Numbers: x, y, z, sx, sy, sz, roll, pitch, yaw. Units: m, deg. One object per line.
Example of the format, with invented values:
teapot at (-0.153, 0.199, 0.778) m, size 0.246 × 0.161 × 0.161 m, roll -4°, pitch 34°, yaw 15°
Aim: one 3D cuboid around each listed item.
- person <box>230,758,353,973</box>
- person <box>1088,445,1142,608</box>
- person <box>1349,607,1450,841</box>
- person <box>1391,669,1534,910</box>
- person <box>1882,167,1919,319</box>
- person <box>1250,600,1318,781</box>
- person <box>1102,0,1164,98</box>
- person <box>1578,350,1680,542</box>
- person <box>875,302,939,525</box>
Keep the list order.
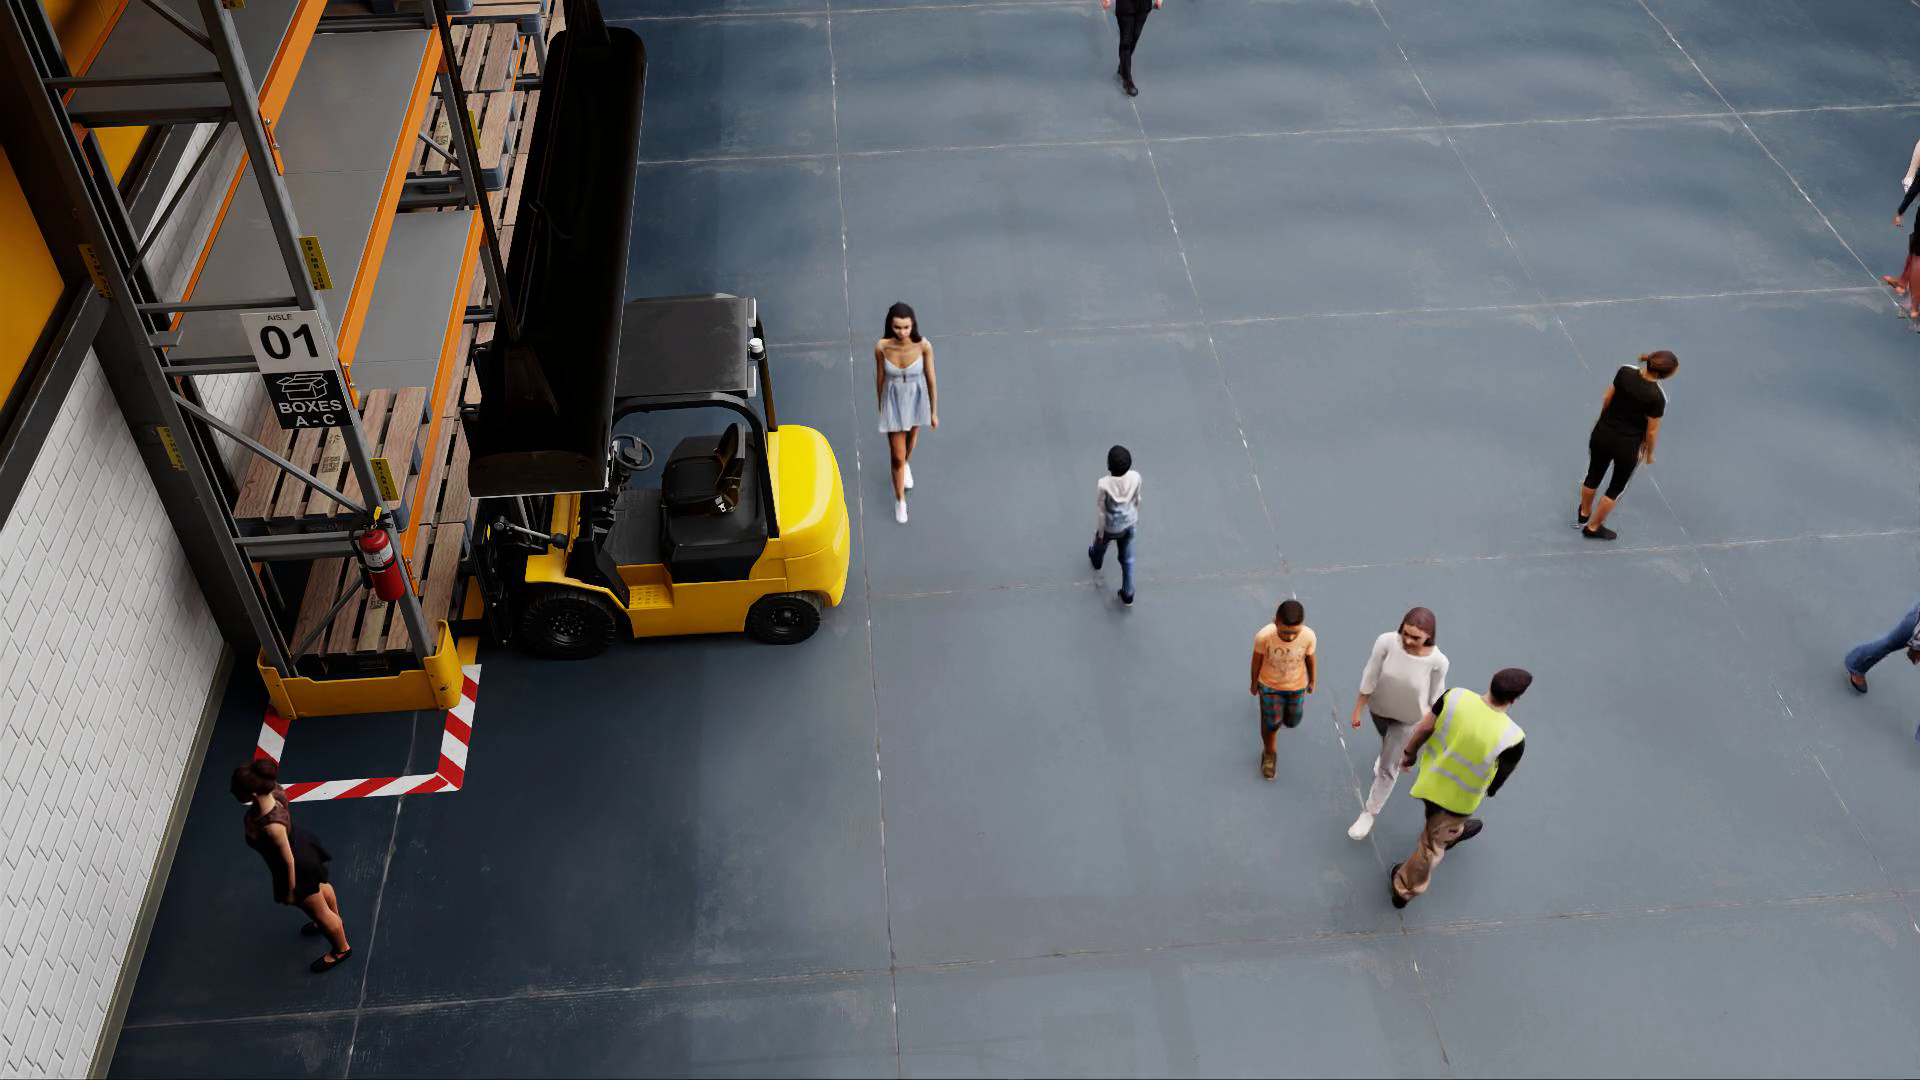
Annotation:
person at (-3.643, 1.752, 9.073) m, size 0.703 × 1.672 × 0.592 m, roll -16°, pitch 46°, yaw -17°
person at (1.098, -0.089, 11.321) m, size 0.531 × 1.236 × 0.877 m, roll -8°, pitch 44°, yaw -8°
person at (2.633, 0.950, 9.937) m, size 1.023 × 1.642 × 1.162 m, roll 24°, pitch 48°, yaw 23°
person at (2.723, 1.396, 9.367) m, size 1.140 × 1.783 × 1.133 m, roll 33°, pitch 53°, yaw 30°
person at (8.027, -2.596, 13.629) m, size 0.640 × 1.684 × 0.760 m, roll 3°, pitch 44°, yaw 3°
person at (1.972, 0.821, 10.214) m, size 0.628 × 1.446 × 0.813 m, roll -1°, pitch 44°, yaw -2°
person at (1.686, -5.408, 16.462) m, size 0.807 × 1.847 × 0.916 m, roll -11°, pitch 45°, yaw -11°
person at (4.629, -0.716, 11.682) m, size 0.694 × 1.647 × 0.792 m, roll 30°, pitch 51°, yaw 28°
person at (-0.396, -1.043, 11.984) m, size 0.622 × 1.703 × 0.920 m, roll -7°, pitch 44°, yaw -7°
